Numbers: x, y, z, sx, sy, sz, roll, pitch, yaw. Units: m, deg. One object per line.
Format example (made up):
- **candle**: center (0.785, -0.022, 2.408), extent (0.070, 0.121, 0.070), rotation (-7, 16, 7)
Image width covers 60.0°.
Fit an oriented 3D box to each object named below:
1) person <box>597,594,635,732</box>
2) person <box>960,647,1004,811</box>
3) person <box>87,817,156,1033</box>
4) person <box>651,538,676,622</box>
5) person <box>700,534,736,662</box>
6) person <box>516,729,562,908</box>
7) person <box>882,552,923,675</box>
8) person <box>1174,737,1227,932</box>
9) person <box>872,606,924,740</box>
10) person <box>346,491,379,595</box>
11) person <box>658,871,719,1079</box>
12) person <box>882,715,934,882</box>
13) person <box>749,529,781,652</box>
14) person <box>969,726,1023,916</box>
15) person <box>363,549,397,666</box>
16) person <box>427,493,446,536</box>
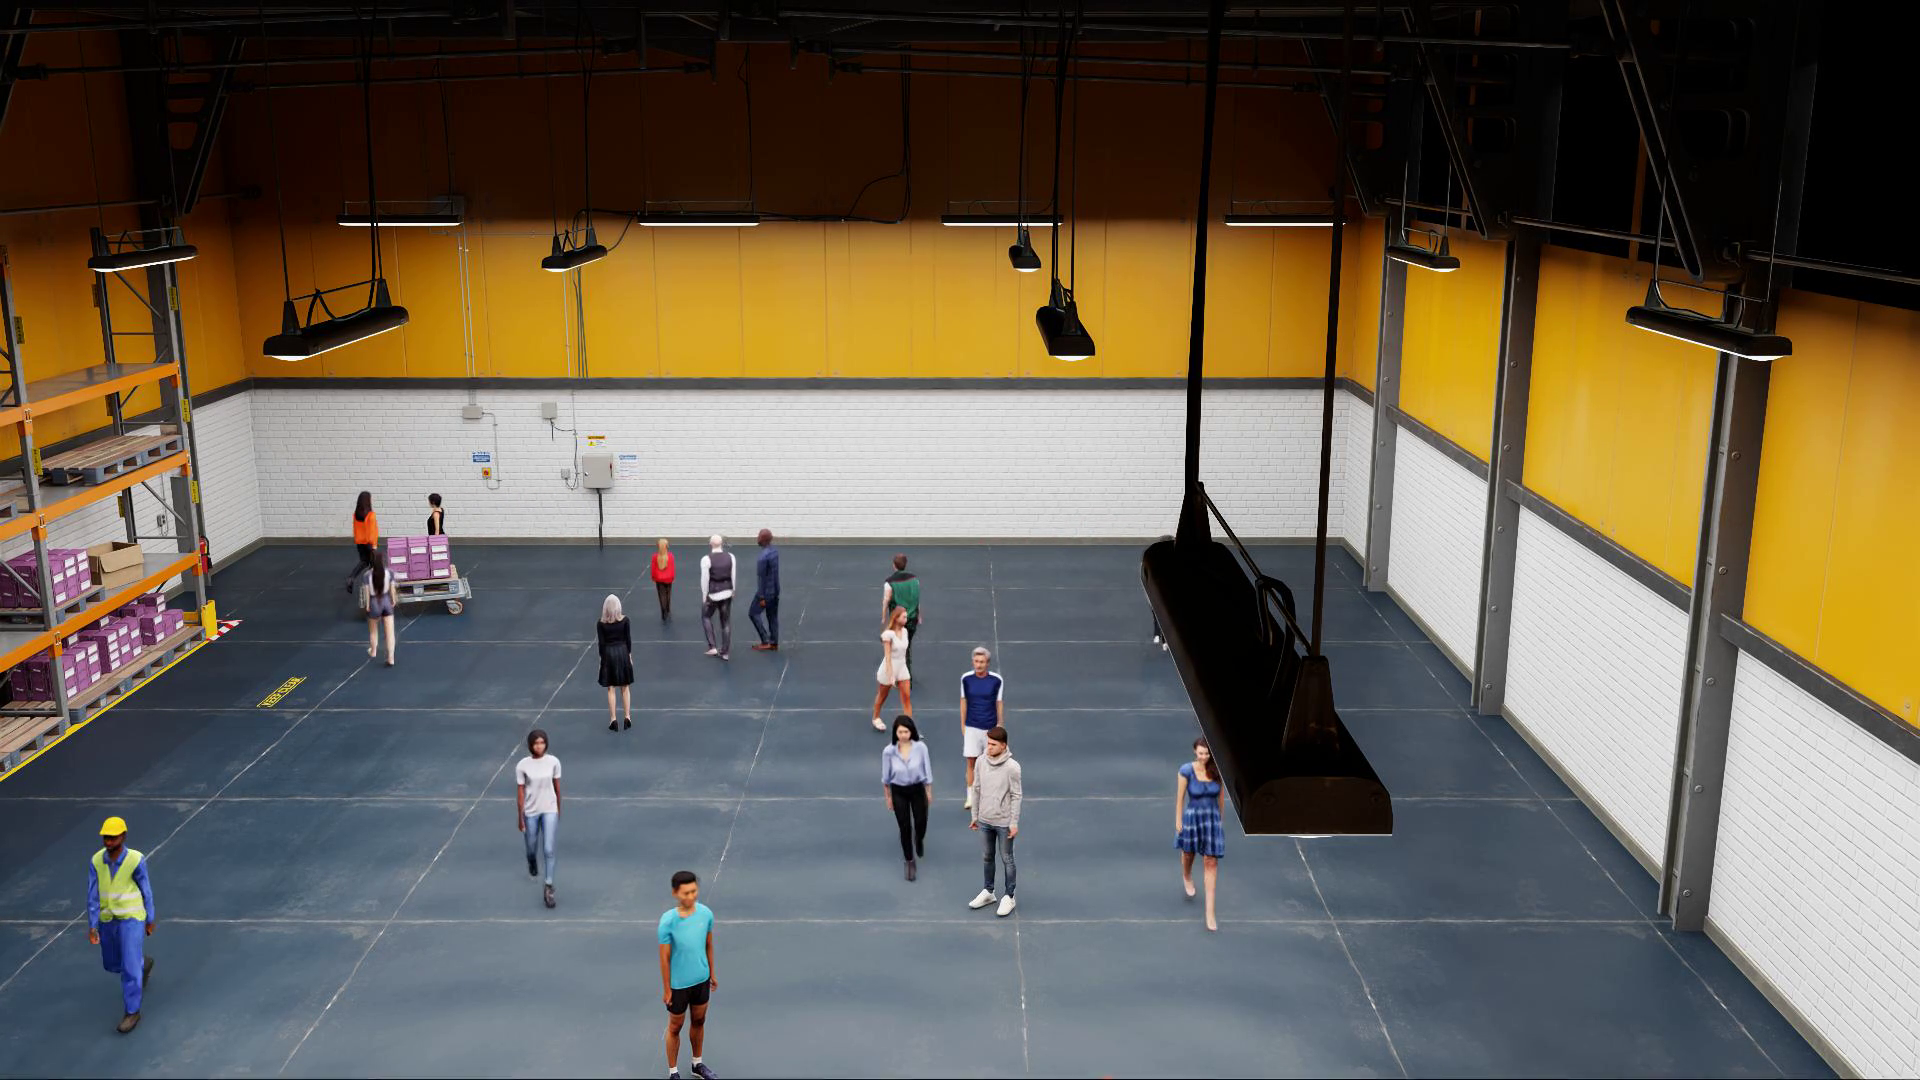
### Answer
- **person**: center (-4.291, 1.519, 20.730), extent (0.669, 1.747, 0.670), rotation (-5, 14, -19)
- **person**: center (0.261, 2.039, 18.421), extent (0.711, 1.823, 0.954), rotation (2, 14, 7)
- **person**: center (-6.981, 3.143, 13.918), extent (0.651, 1.796, 0.992), rotation (0, 14, 0)
- **person**: center (-4.538, 0.624, 25.454), extent (0.655, 1.263, 0.955), rotation (-4, 14, -15)
- **person**: center (-3.366, 0.831, 23.434), extent (0.820, 1.811, 0.831), rotation (-8, 16, -30)
- **person**: center (-4.098, 2.649, 16.154), extent (0.822, 1.704, 1.078), rotation (-5, 15, -21)
- **person**: center (-0.741, 1.090, 22.333), extent (0.816, 1.826, 0.868), rotation (-7, 15, -27)
- **person**: center (2.258, 2.713, 15.775), extent (0.666, 1.758, 1.149), rotation (-1, 14, -4)
- **person**: center (-0.875, 1.632, 20.494), extent (1.062, 1.638, 1.206), rotation (-11, 17, -37)
- **person**: center (-9.572, 0.094, 26.637), extent (0.877, 1.736, 0.989), rotation (8, 16, 31)
- **person**: center (-2.123, 3.401, 12.895), extent (0.690, 1.775, 0.721), rotation (-10, 17, -36)
- **person**: center (-0.513, 2.528, 16.602), extent (0.666, 1.727, 0.761), rotation (-1, 14, -6)
- **person**: center (-2.694, 0.728, 23.858), extent (0.829, 1.811, 0.727), rotation (5, 15, 20)
- **person**: center (0.365, 2.647, 15.845), extent (0.760, 1.852, 0.763), rotation (8, 16, 31)
- **person**: center (-8.079, 0.970, 23.258), extent (0.922, 1.623, 1.052), rotation (-9, 16, -34)
- **person**: center (-8.626, -0.023, 27.507), extent (0.614, 1.553, 0.469), rotation (-1, 14, -6)
